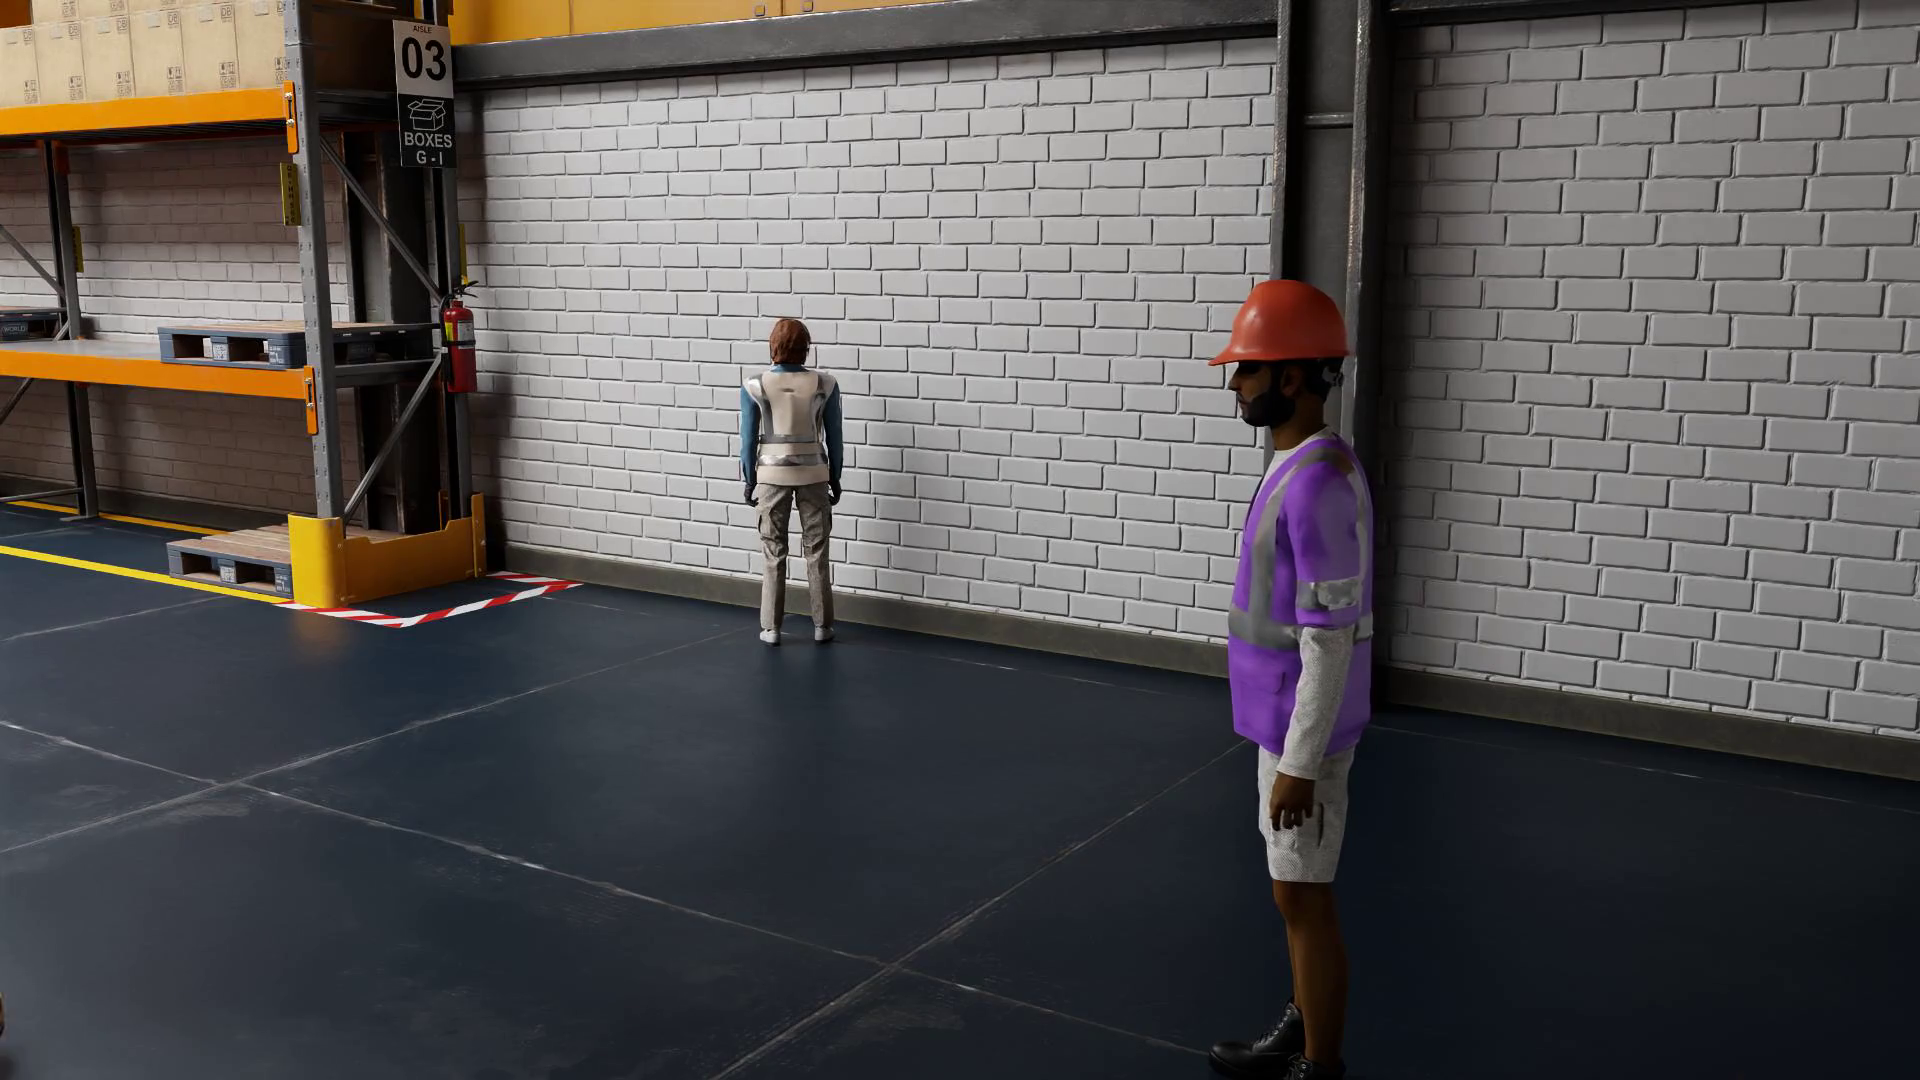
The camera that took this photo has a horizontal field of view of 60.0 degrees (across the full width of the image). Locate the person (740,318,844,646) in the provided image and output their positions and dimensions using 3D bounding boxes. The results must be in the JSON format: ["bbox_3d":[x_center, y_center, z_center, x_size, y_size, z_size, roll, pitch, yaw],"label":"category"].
[{"bbox_3d":[-0.833,-0.281,8.297,0.515,1.641,0.308,-2,10,-9],"label":"person"}]

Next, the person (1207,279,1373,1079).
[{"bbox_3d":[0.723,0.395,3.730,0.375,1.935,0.551,1,10,8],"label":"person"}]

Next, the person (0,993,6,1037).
[{"bbox_3d":[-2.525,0.405,3.676,0.638,1.927,0.913,-1,10,-8],"label":"person"}]
